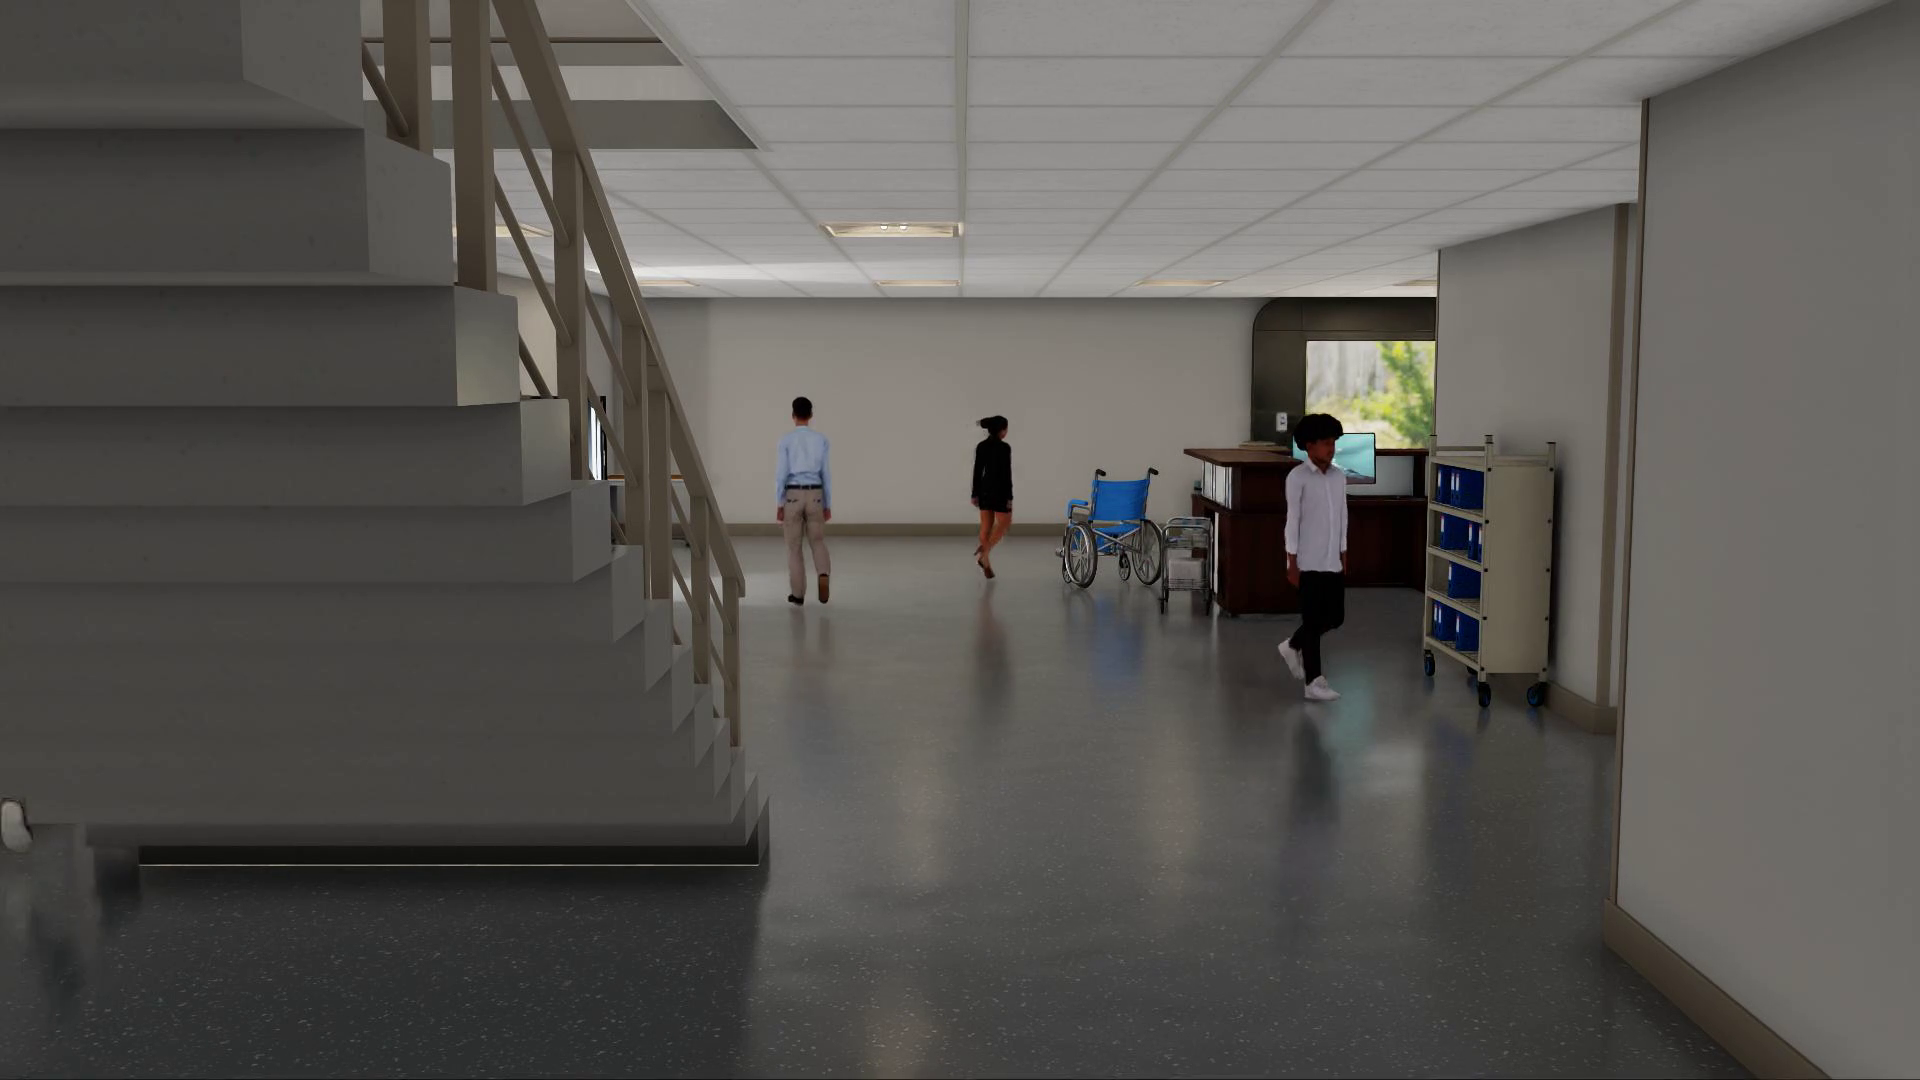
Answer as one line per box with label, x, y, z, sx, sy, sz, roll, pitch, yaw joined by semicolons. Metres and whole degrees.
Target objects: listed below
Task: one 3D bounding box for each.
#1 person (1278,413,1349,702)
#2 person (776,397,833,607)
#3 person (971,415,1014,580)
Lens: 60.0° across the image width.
person;2.186;0.104;10.502;0.857;1.795;0.987;-3;6;-28
person;-1.343;-0.311;14.472;0.858;1.828;1.029;-2;6;-23
person;0.323;-0.396;16.324;0.825;1.626;0.908;3;7;28
